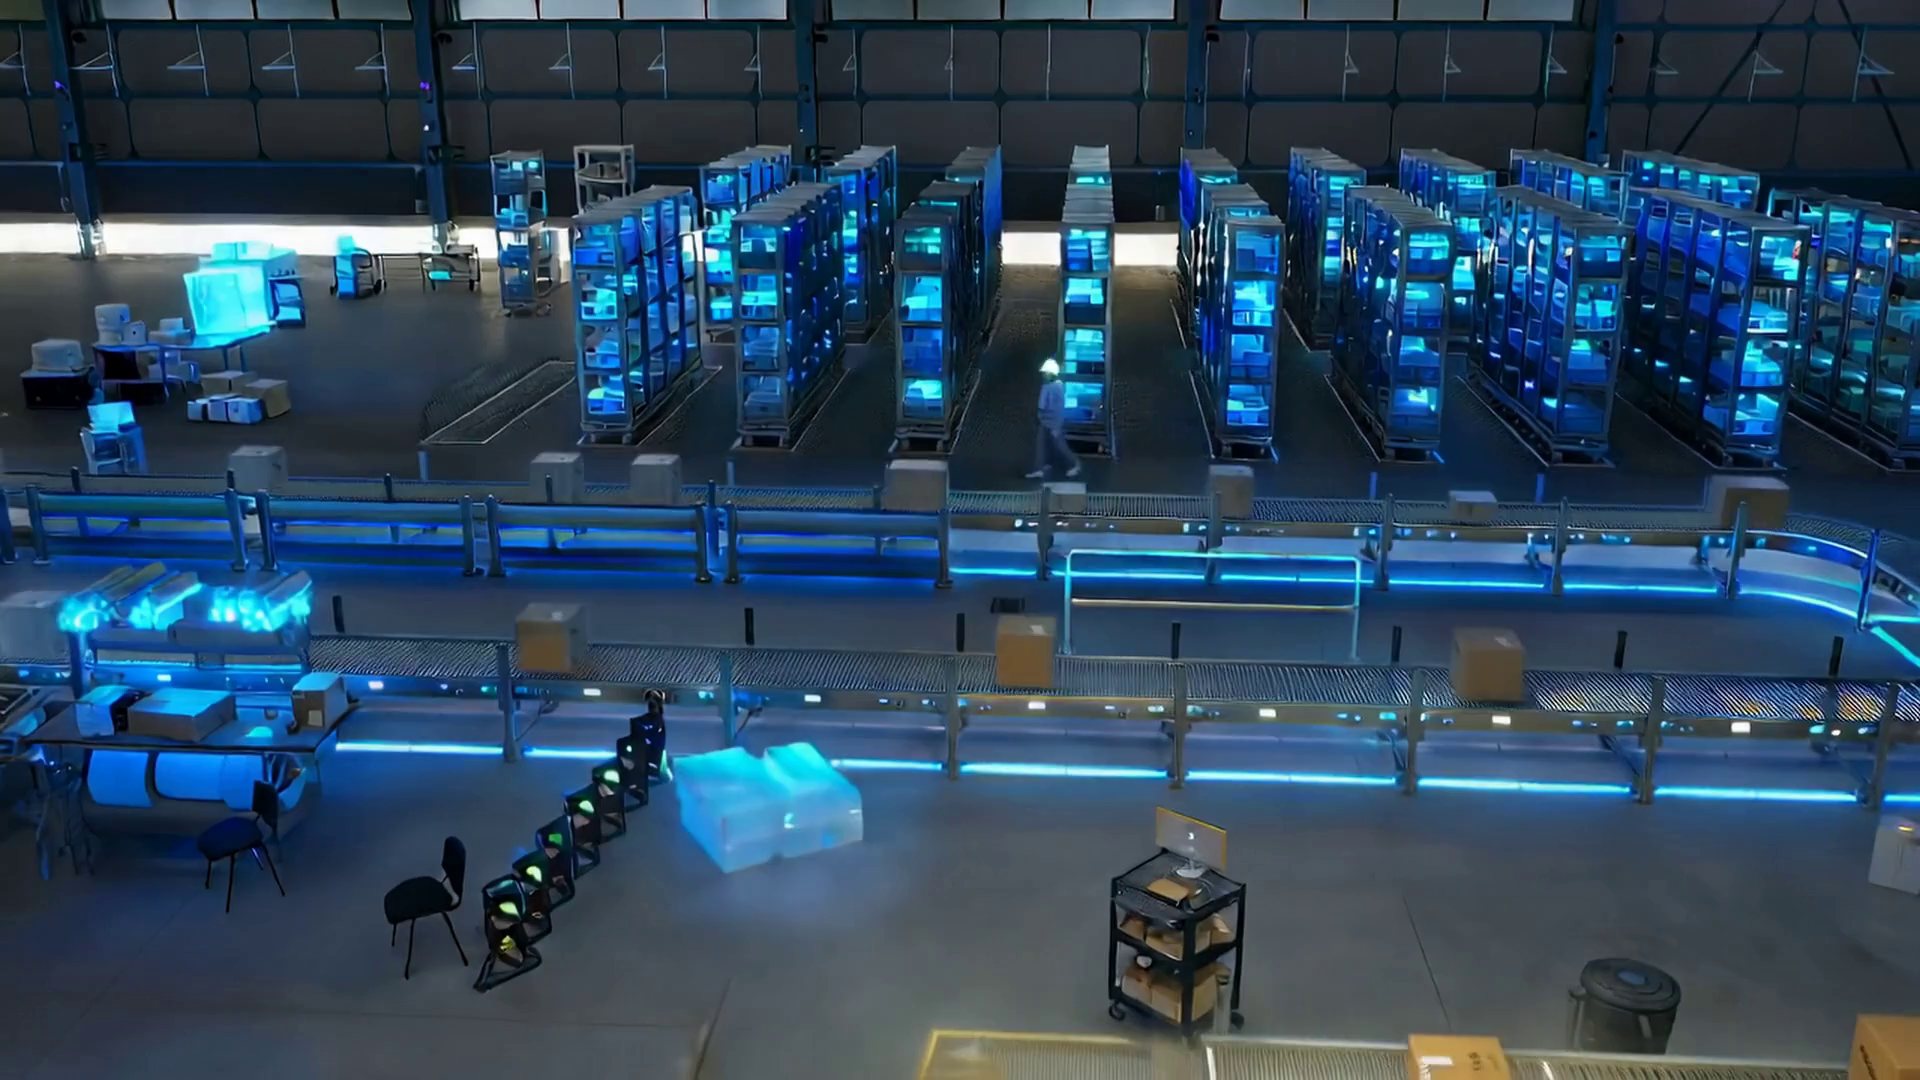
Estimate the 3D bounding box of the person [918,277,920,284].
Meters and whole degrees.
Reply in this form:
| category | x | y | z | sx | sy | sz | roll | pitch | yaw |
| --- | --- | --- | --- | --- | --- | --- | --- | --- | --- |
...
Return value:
| category | x | y | z | sx | sy | sz | roll | pitch | yaw |
| --- | --- | --- | --- | --- | --- | --- | --- | --- | --- |
| person | -0.868 | -6.417 | 38.967 | 0.577 | 1.808 | 0.931 | 0 | 17 | -2 |

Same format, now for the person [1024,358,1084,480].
| category | x | y | z | sx | sy | sz | roll | pitch | yaw |
| --- | --- | --- | --- | --- | --- | --- | --- | --- | --- |
| person | 1.391 | -1.760 | 24.198 | 0.848 | 1.801 | 0.597 | -5 | 18 | -15 |
